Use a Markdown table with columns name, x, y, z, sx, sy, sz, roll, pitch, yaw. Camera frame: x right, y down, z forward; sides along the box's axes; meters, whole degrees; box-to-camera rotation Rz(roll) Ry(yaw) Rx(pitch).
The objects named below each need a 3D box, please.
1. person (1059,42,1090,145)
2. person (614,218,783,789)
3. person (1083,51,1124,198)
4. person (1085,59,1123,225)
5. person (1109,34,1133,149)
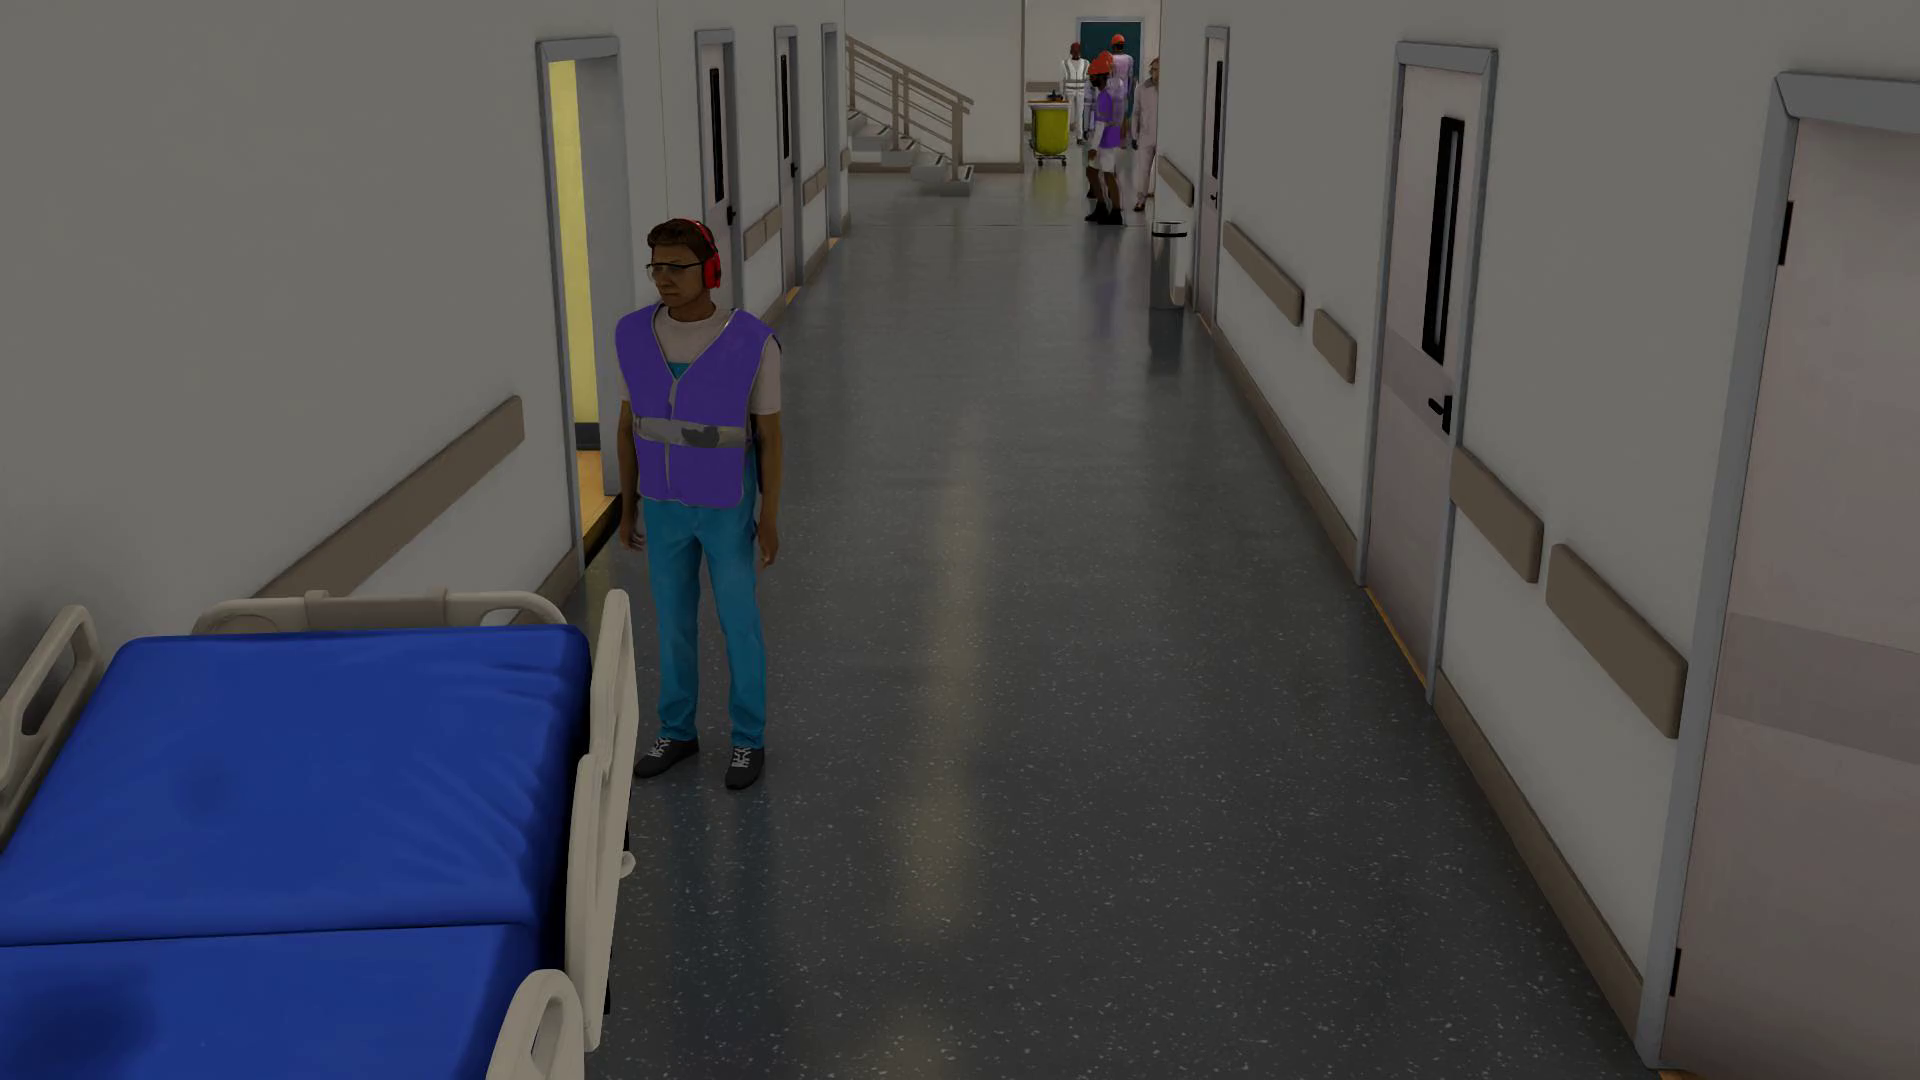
| name | x | y | z | sx | sy | sz | roll | pitch | yaw |
| --- | --- | --- | --- | --- | --- | --- | --- | --- | --- |
| person | 2.166 | -8.412 | 31.394 | 0.586 | 1.877 | 0.343 | -2 | 18 | -8 |
| person | -0.833 | -0.109 | 5.356 | 0.569 | 1.845 | 0.385 | 5 | 18 | 16 |
| person | 1.931 | -5.600 | 22.462 | 0.551 | 1.937 | 0.357 | -1 | 18 | -3 |
| person | 1.678 | -4.676 | 19.597 | 0.607 | 1.914 | 0.557 | 1 | 18 | 2 |
| person | 2.863 | -8.195 | 30.444 | 0.607 | 2.044 | 0.374 | -10 | 20 | -28 |
